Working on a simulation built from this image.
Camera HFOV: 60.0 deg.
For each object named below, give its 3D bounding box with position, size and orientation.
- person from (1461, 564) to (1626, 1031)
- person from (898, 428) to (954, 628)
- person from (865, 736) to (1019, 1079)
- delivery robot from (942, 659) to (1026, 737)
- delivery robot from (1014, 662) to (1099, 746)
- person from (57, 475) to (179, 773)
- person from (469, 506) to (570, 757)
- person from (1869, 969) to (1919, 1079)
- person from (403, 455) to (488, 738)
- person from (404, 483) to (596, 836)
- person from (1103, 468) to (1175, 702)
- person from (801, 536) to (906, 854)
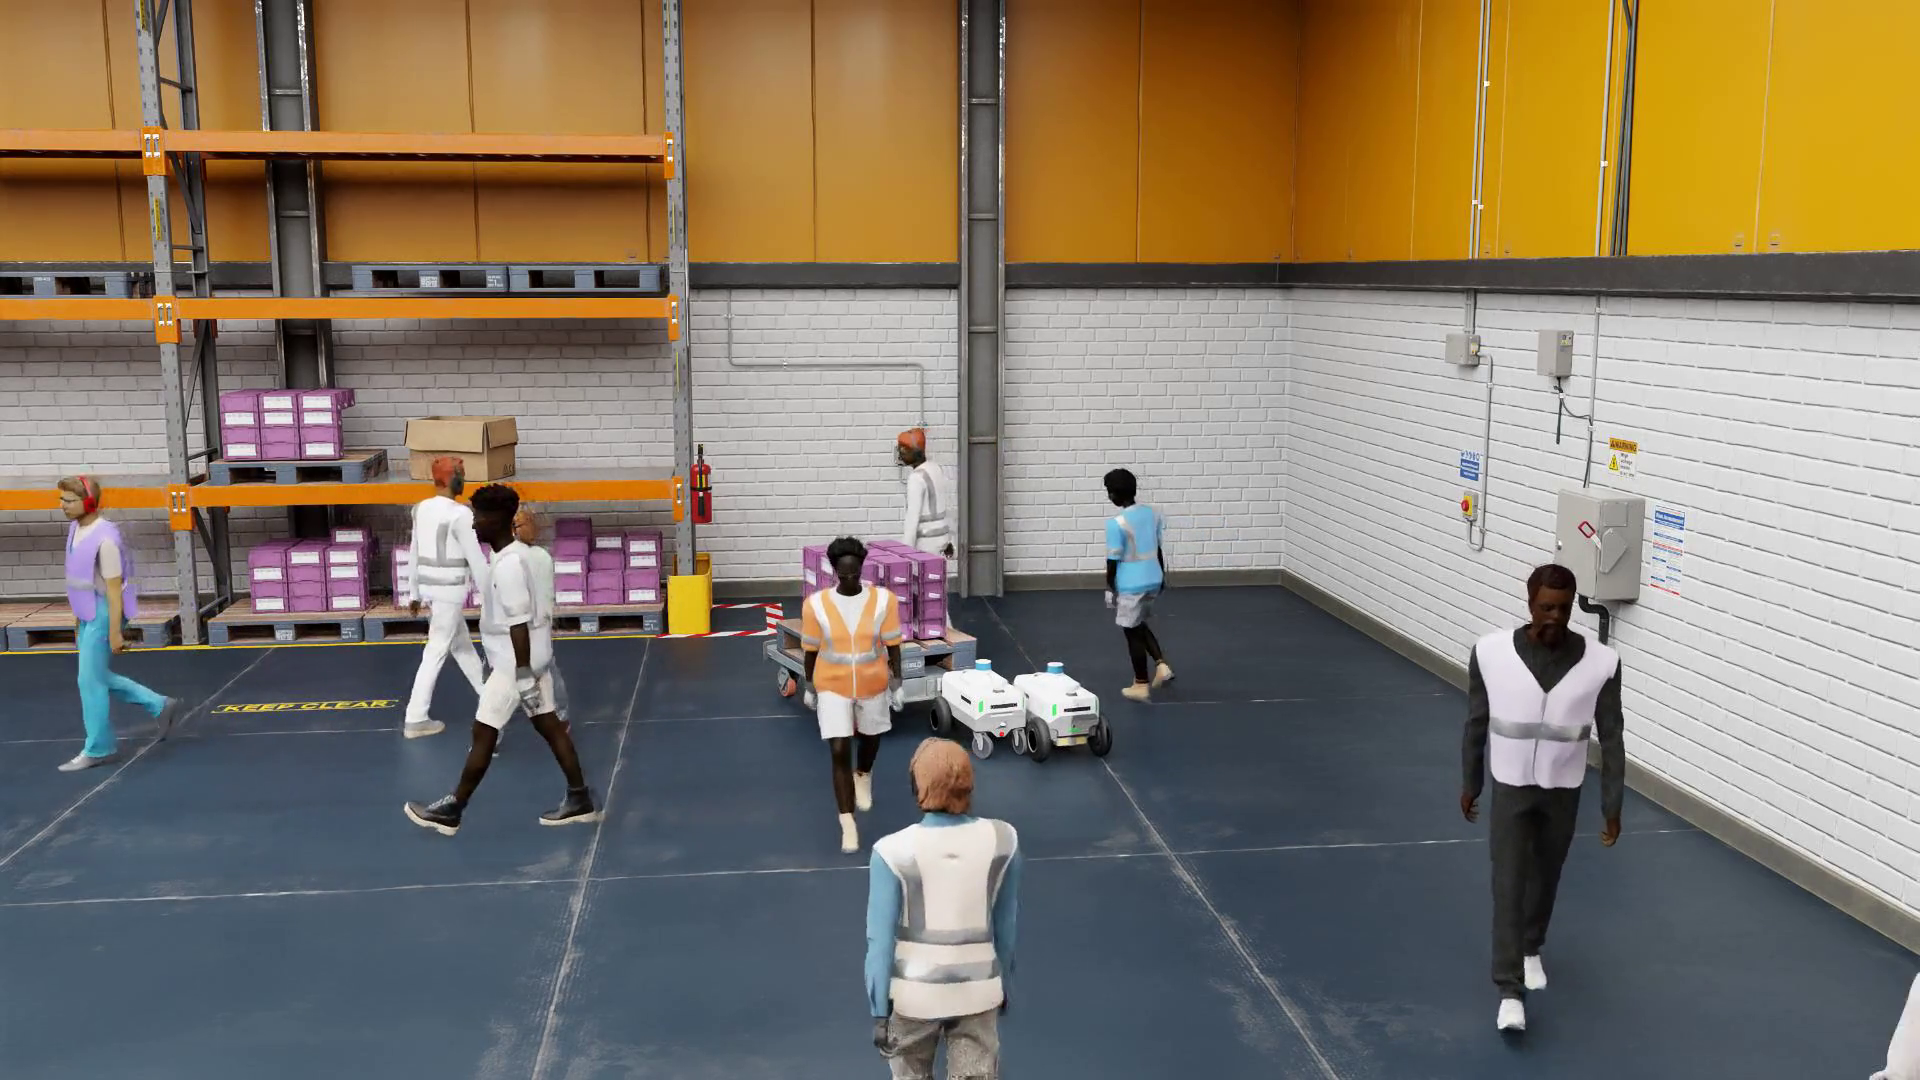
[{"bbox_3d":[2.371,1.027,6.758,0.614,1.861,0.986,2,9,11],"label":"person"},{"bbox_3d":[-0.371,0.042,12.983,0.842,1.840,0.654,3,9,16],"label":"person"},{"bbox_3d":[-0.030,1.426,5.074,0.516,1.601,0.672,-2,9,-14],"label":"person"},{"bbox_3d":[0.149,1.009,10.654,0.477,0.478,0.707,-3,10,-21],"label":"delivery robot"},{"bbox_3d":[0.605,1.022,10.575,0.477,0.478,0.707,-3,10,-19],"label":"delivery robot"},{"bbox_3d":[-5.246,0.488,10.251,0.667,1.822,0.578,-8,12,-40],"label":"person"},{"bbox_3d":[-2.767,0.562,10.526,0.513,1.580,0.905,4,10,22],"label":"person"},{"bbox_3d":[3.449,1.221,5.597,0.997,1.855,0.672,7,12,38],"label":"person"},{"bbox_3d":[-3.350,0.351,11.079,0.601,1.825,0.996,8,12,41],"label":"person"},{"bbox_3d":[-2.479,0.642,9.003,1.014,1.907,0.624,-1,9,-5],"label":"person"},{"bbox_3d":[1.229,0.319,11.754,0.597,1.666,0.383,-9,13,-43],"label":"person"},{"bbox_3d":[-0.588,0.769,8.985,0.540,1.663,0.825,-2,9,-9],"label":"person"}]
